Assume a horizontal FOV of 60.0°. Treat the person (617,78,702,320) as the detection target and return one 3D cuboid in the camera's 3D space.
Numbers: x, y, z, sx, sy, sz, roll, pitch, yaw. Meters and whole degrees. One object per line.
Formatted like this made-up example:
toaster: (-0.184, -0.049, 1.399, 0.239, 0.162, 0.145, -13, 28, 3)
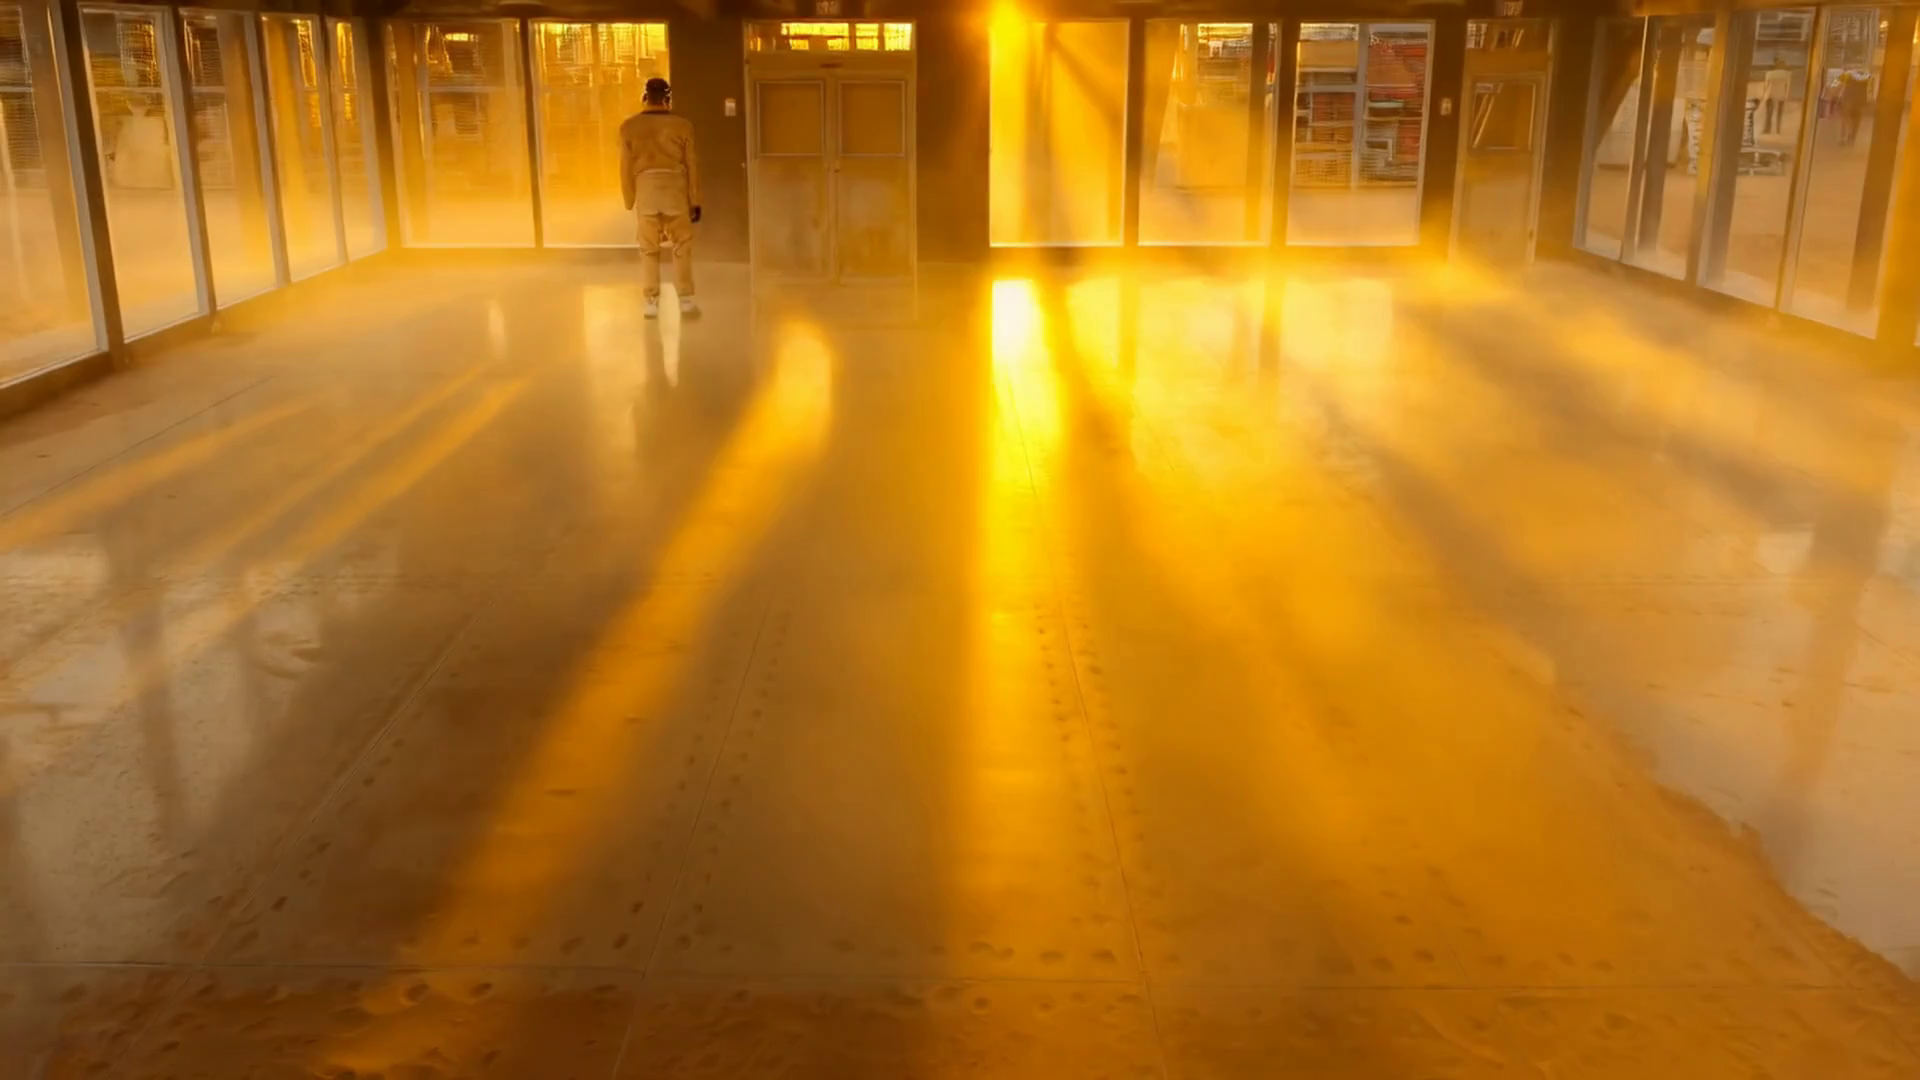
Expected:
person: (-2.393, -2.729, 13.389, 0.640, 1.910, 0.401, 0, 16, 1)
